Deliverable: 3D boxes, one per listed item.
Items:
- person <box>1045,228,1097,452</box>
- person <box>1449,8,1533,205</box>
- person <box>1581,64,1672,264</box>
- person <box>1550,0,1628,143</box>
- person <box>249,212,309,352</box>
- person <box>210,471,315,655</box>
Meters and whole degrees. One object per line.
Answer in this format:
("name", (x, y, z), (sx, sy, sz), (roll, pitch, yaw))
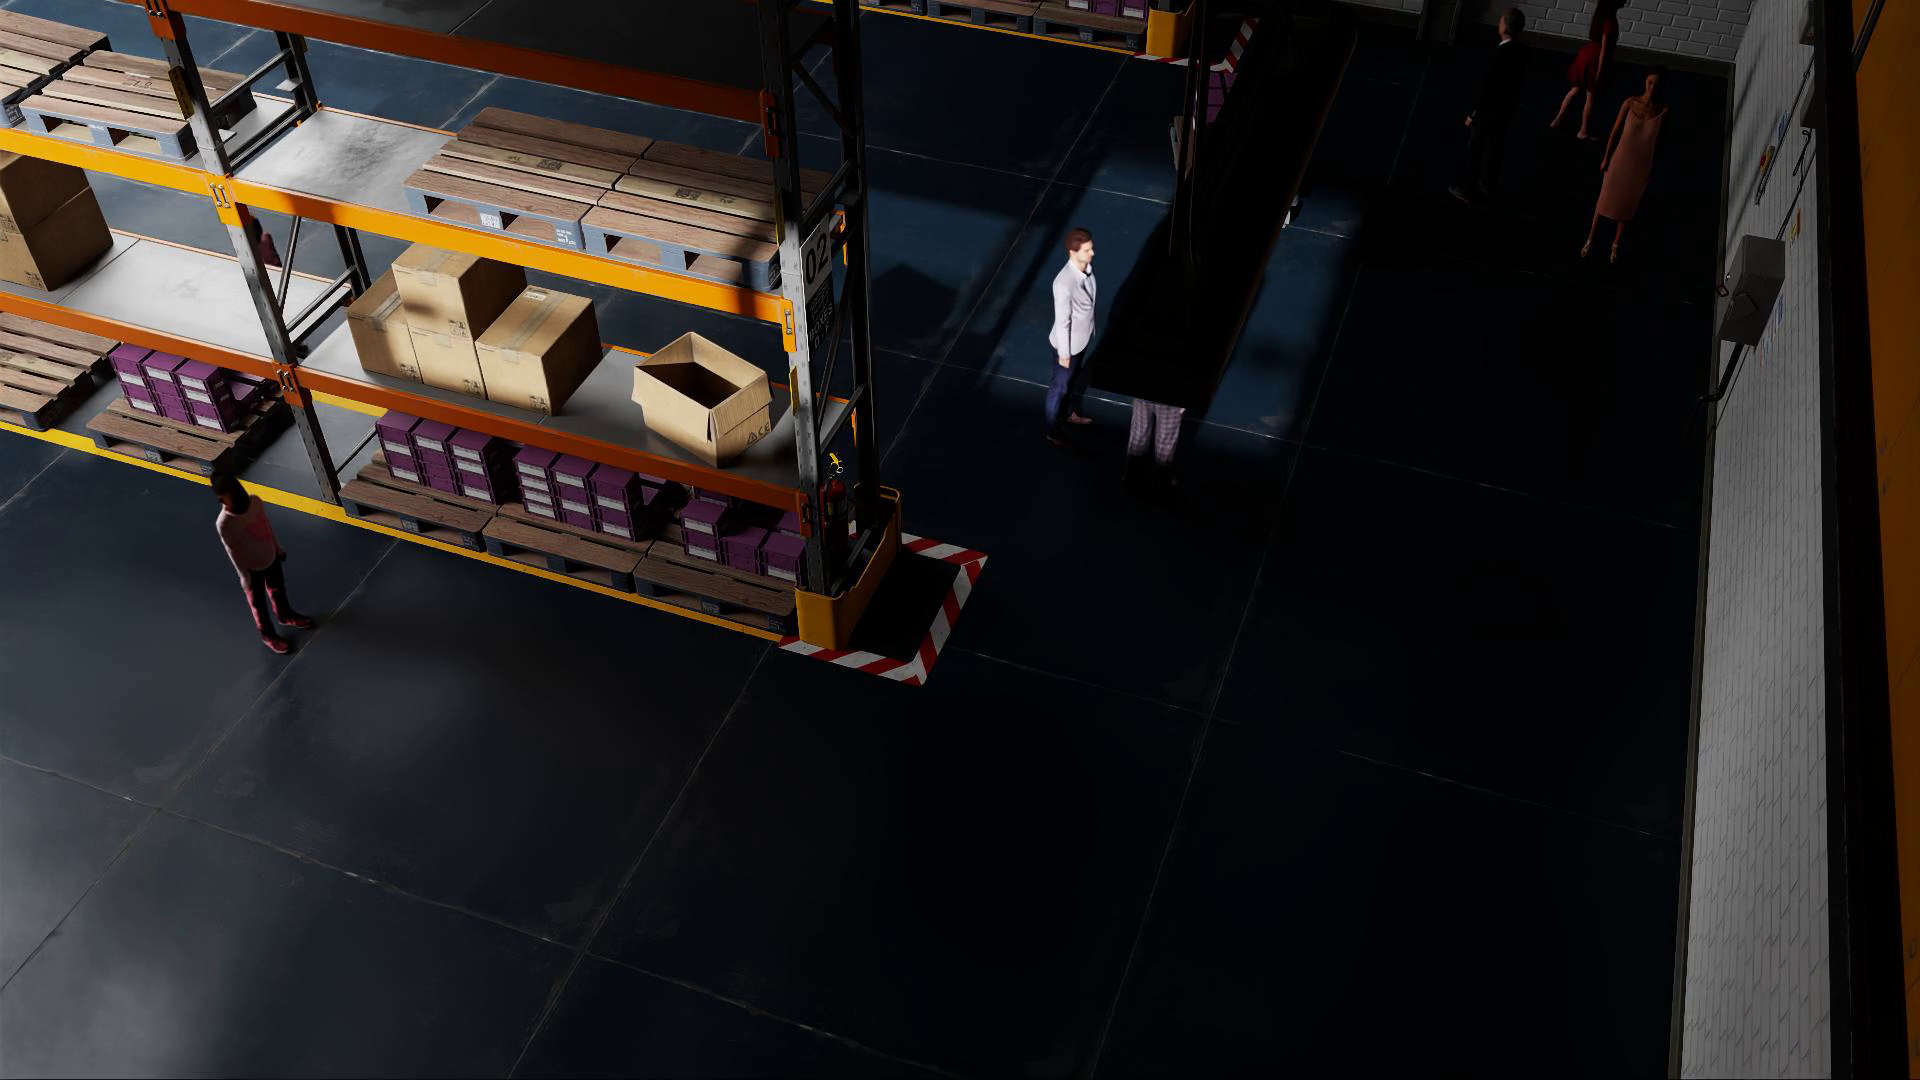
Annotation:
("person", (0.830, -1.545, 12.463), (0.605, 1.852, 0.691), (18, 46, 18))
("person", (4.815, -3.905, 14.970), (0.769, 1.812, 0.816), (-20, 47, -20))
("person", (5.738, -3.213, 14.230), (0.440, 1.831, 0.659), (16, 46, 16))
("person", (6.032, -4.575, 15.865), (0.779, 1.547, 0.661), (3, 44, 3))
("person", (-5.647, -2.121, 13.495), (0.699, 1.264, 0.478), (15, 46, 15))
("person", (-4.674, 0.111, 11.023), (0.498, 1.443, 0.550), (16, 46, 16))
